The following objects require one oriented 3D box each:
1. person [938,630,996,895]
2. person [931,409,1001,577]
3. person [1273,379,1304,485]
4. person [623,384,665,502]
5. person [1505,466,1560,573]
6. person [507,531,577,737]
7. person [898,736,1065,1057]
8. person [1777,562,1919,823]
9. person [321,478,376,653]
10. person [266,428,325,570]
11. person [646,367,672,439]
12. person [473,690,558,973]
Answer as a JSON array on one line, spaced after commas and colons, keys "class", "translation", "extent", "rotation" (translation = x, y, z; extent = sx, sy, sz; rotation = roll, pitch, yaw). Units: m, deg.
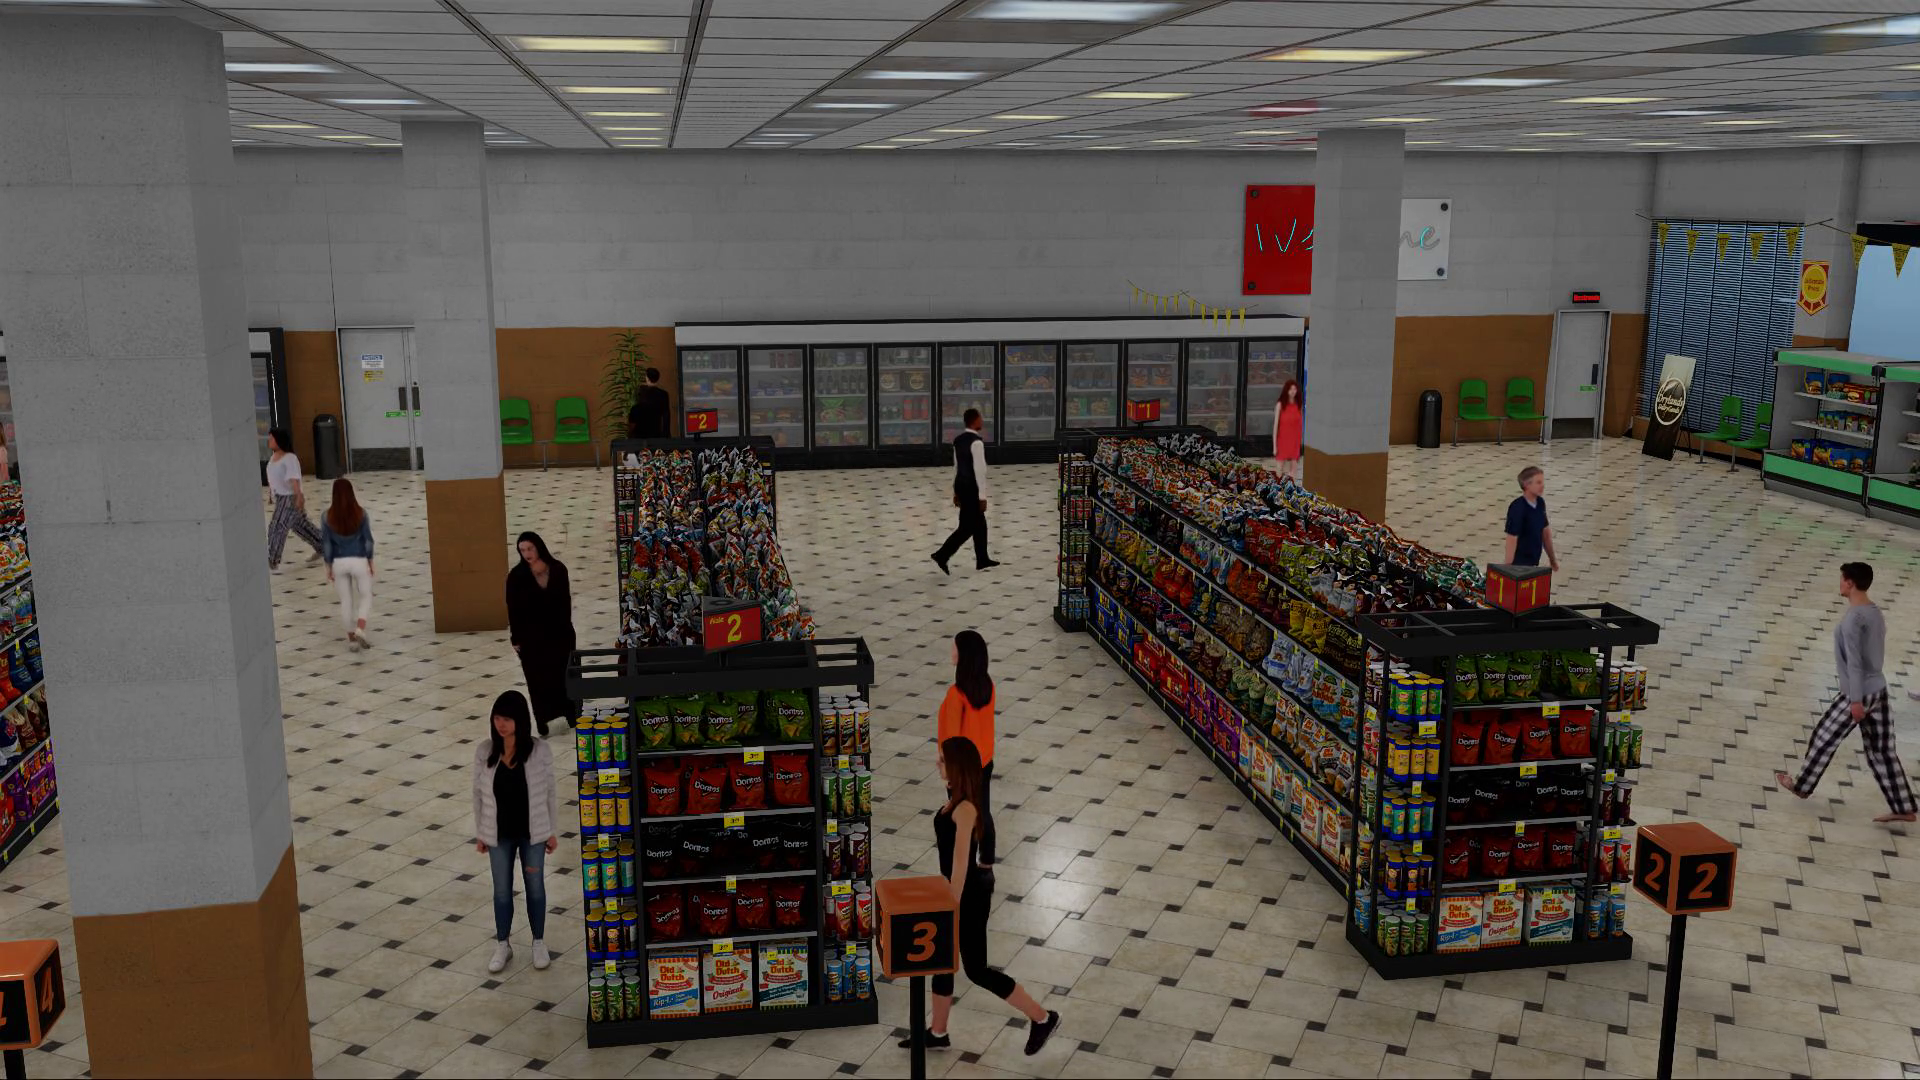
[{"class": "person", "translation": [0.067, 1.396, 10.291], "extent": [0.765, 1.748, 0.687], "rotation": [7, 14, 29]}, {"class": "person", "translation": [0.037, -0.525, 19.079], "extent": [1.075, 1.887, 1.263], "rotation": [-7, 14, -30]}, {"class": "person", "translation": [4.516, -1.315, 23.018], "extent": [0.598, 1.810, 0.913], "rotation": [-3, 12, -12]}, {"class": "person", "translation": [-4.154, -1.153, 22.344], "extent": [1.281, 1.770, 1.135], "rotation": [11, 16, 42]}, {"class": "person", "translation": [5.209, 0.228, 15.632], "extent": [1.210, 1.833, 1.073], "rotation": [11, 16, 42]}, {"class": "person", "translation": [-3.352, 0.760, 13.392], "extent": [0.798, 1.714, 0.824], "rotation": [-9, 15, -38]}, {"class": "person", "translation": [0.114, 1.826, 8.356], "extent": [0.637, 1.704, 0.987], "rotation": [-2, 12, -7]}, {"class": "person", "translation": [6.352, 1.106, 11.556], "extent": [1.019, 1.795, 1.279], "rotation": [-10, 15, -38]}, {"class": "person", "translation": [-5.791, 0.266, 15.787], "extent": [0.647, 1.694, 0.808], "rotation": [-3, 12, -13]}, {"class": "person", "translation": [-7.777, -0.476, 19.461], "extent": [1.106, 1.632, 1.185], "rotation": [-10, 15, -39]}, {"class": "person", "translation": [-4.350, -1.530, 23.833], "extent": [0.830, 1.893, 0.791], "rotation": [10, 15, 39]}, {"class": "person", "translation": [-2.519, 1.632, 9.444], "extent": [0.610, 1.635, 0.542], "rotation": [-2, 12, -8]}]
